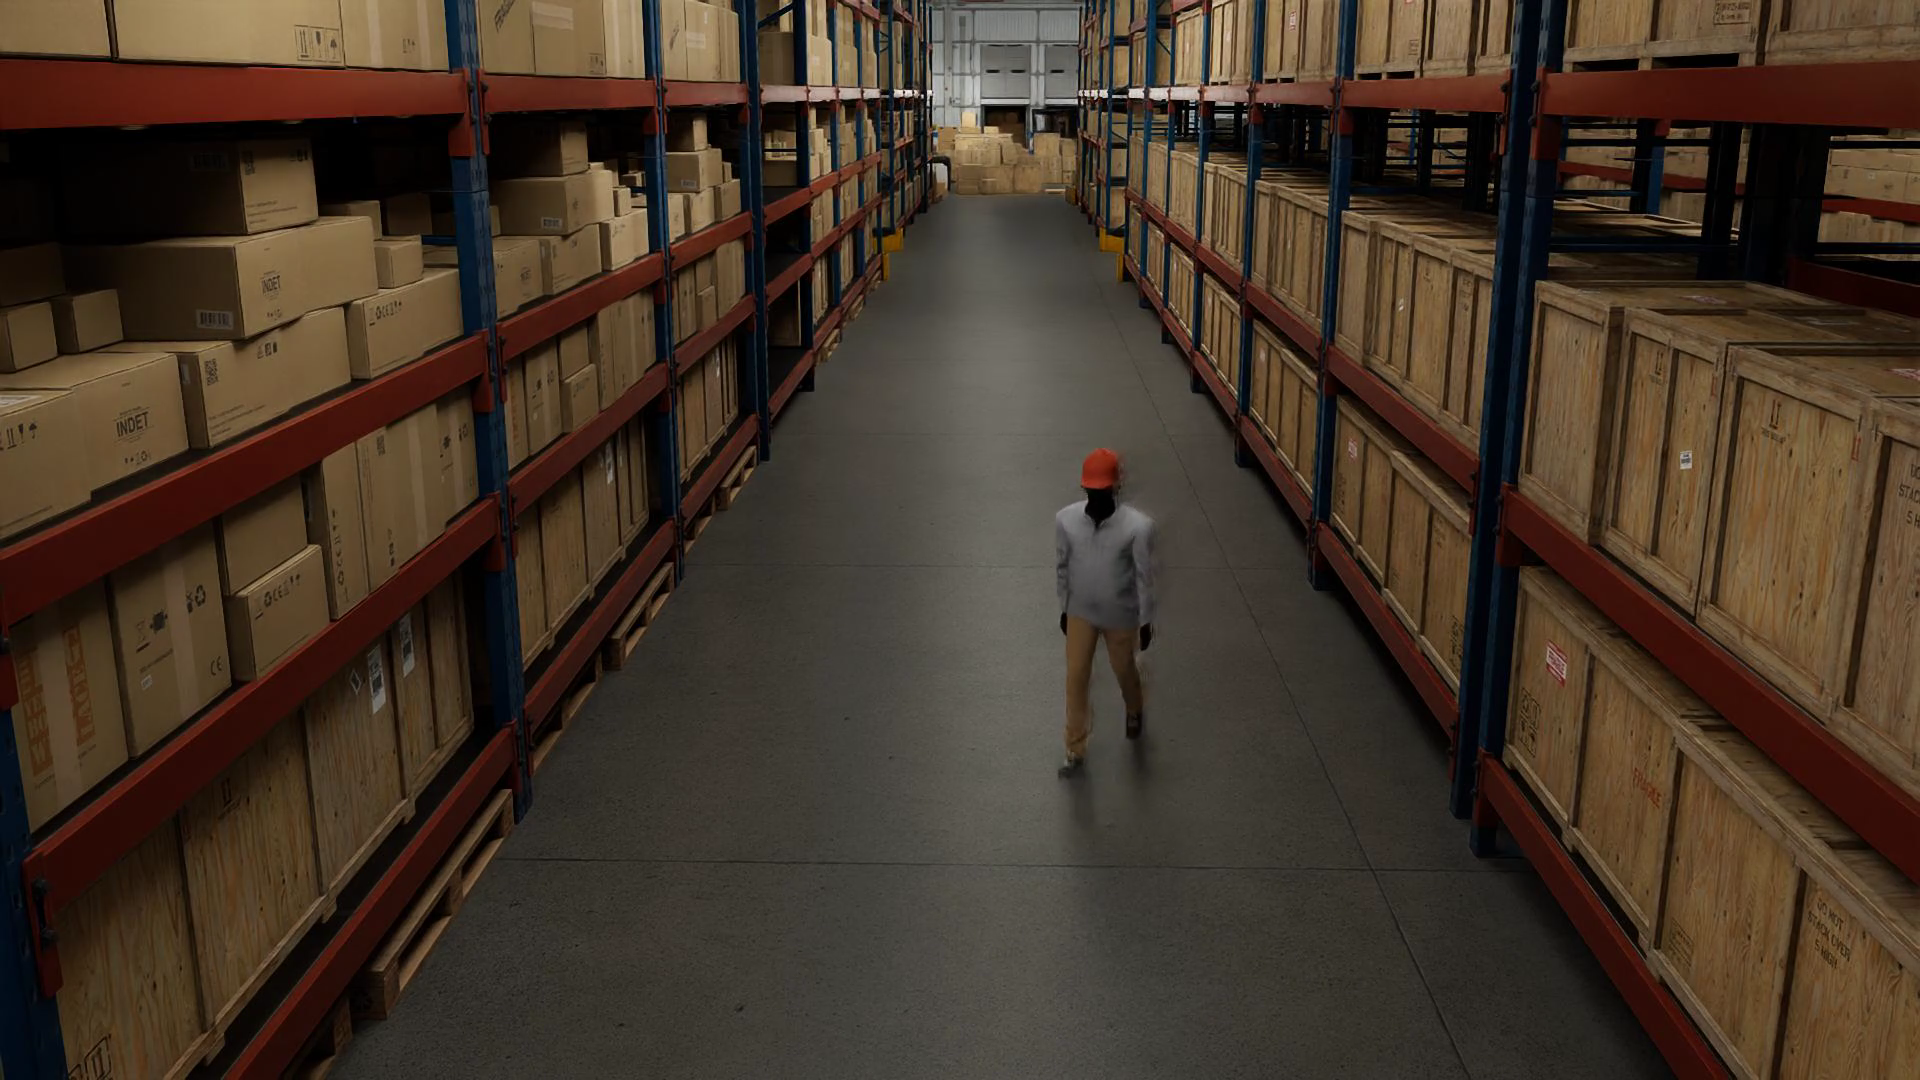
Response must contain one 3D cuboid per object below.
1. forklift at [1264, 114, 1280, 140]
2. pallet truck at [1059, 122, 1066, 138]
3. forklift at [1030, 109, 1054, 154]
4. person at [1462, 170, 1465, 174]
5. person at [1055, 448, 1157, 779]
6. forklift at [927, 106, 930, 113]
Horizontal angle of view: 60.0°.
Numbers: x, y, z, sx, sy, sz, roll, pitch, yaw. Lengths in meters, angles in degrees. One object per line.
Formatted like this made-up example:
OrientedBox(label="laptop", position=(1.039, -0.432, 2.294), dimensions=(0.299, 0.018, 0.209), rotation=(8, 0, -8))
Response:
OrientedBox(label="forklift", position=(11.030, -14.032, 59.999), dimensions=(1.129, 2.768, 1.873), rotation=(0, 15, 2))
OrientedBox(label="pallet truck", position=(5.788, -21.111, 88.014), dimensions=(1.885, 1.965, 0.823), rotation=(5, 16, 18))
OrientedBox(label="forklift", position=(3.519, -16.914, 70.725), dimensions=(1.129, 2.768, 1.873), rotation=(-3, 15, -12))
OrientedBox(label="person", position=(10.293, -6.469, 33.527), dimensions=(0.943, 2.007, 0.612), rotation=(10, 18, 32))
OrientedBox(label="person", position=(0.784, 0.329, 8.783), dimensions=(0.572, 1.719, 0.860), rotation=(6, 16, 22))
OrientedBox(label="forklift", position=(-2.001, -20.667, 84.687), dimensions=(1.129, 2.768, 1.873), rotation=(0, 15, 2))
